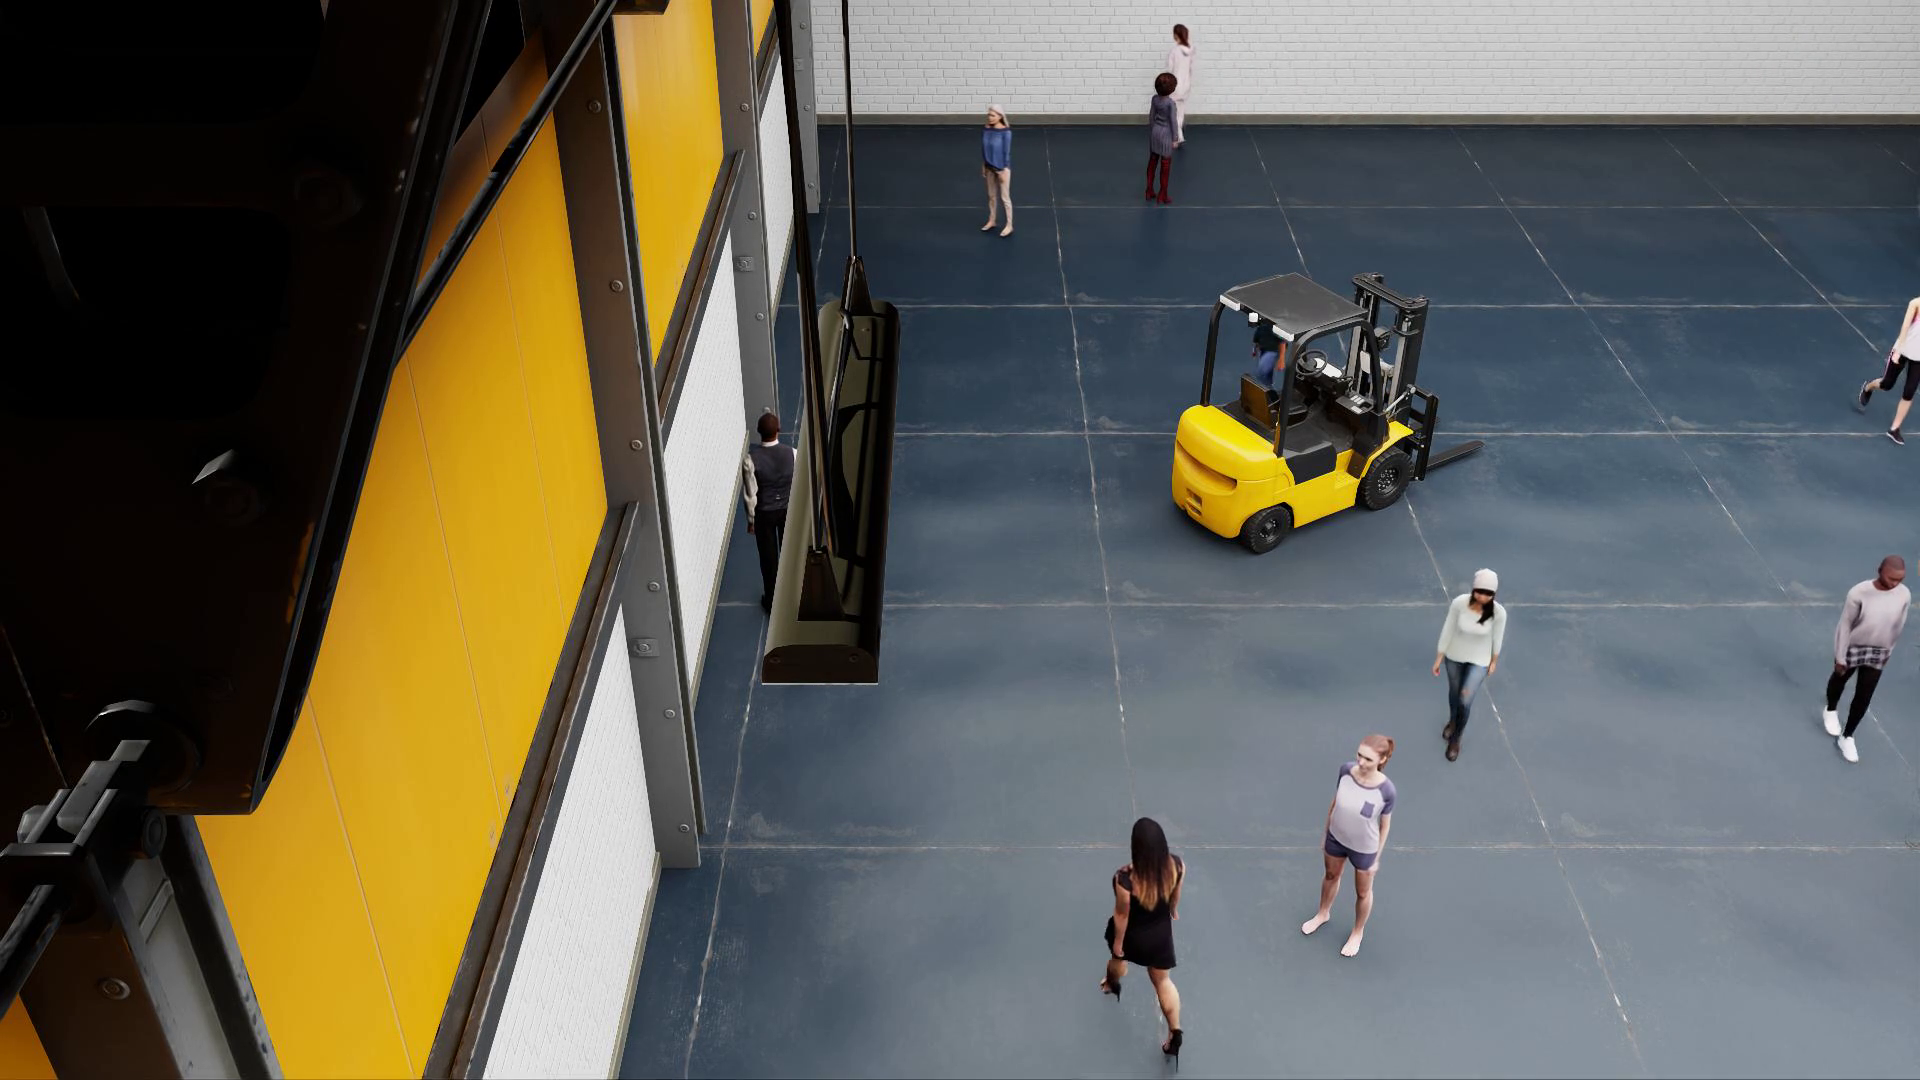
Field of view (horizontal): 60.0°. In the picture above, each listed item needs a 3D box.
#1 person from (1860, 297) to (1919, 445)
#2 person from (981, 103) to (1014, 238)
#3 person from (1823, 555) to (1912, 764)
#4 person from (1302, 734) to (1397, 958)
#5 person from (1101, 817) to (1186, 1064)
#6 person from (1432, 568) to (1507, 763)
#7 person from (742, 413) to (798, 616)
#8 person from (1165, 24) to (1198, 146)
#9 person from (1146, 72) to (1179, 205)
[{"bbox_3d":[9.468,-1.897,16.655,0.611,1.767,1.064,0,34,0],"label":"person"},{"bbox_3d":[0.472,-4.663,20.881,0.714,1.695,0.756,24,40,31],"label":"person"},{"bbox_3d":[6.842,0.762,12.675,0.738,1.745,0.913,5,34,7],"label":"person"},{"bbox_3d":[2.583,1.958,10.855,0.683,1.767,0.738,27,42,35],"label":"person"},{"bbox_3d":[1.180,2.466,10.173,0.965,1.676,1.174,-14,36,-20],"label":"person"},{"bbox_3d":[3.873,0.851,12.646,0.771,1.628,0.867,19,38,26],"label":"person"},{"bbox_3d":[-1.544,-0.209,13.978,0.747,1.919,0.681,-9,35,-13],"label":"person"},{"bbox_3d":[3.119,-6.427,23.546,0.856,1.683,0.968,-17,37,-24],"label":"person"},{"bbox_3d":[2.643,-5.265,21.772,0.719,1.710,0.647,-27,42,-34],"label":"person"}]
